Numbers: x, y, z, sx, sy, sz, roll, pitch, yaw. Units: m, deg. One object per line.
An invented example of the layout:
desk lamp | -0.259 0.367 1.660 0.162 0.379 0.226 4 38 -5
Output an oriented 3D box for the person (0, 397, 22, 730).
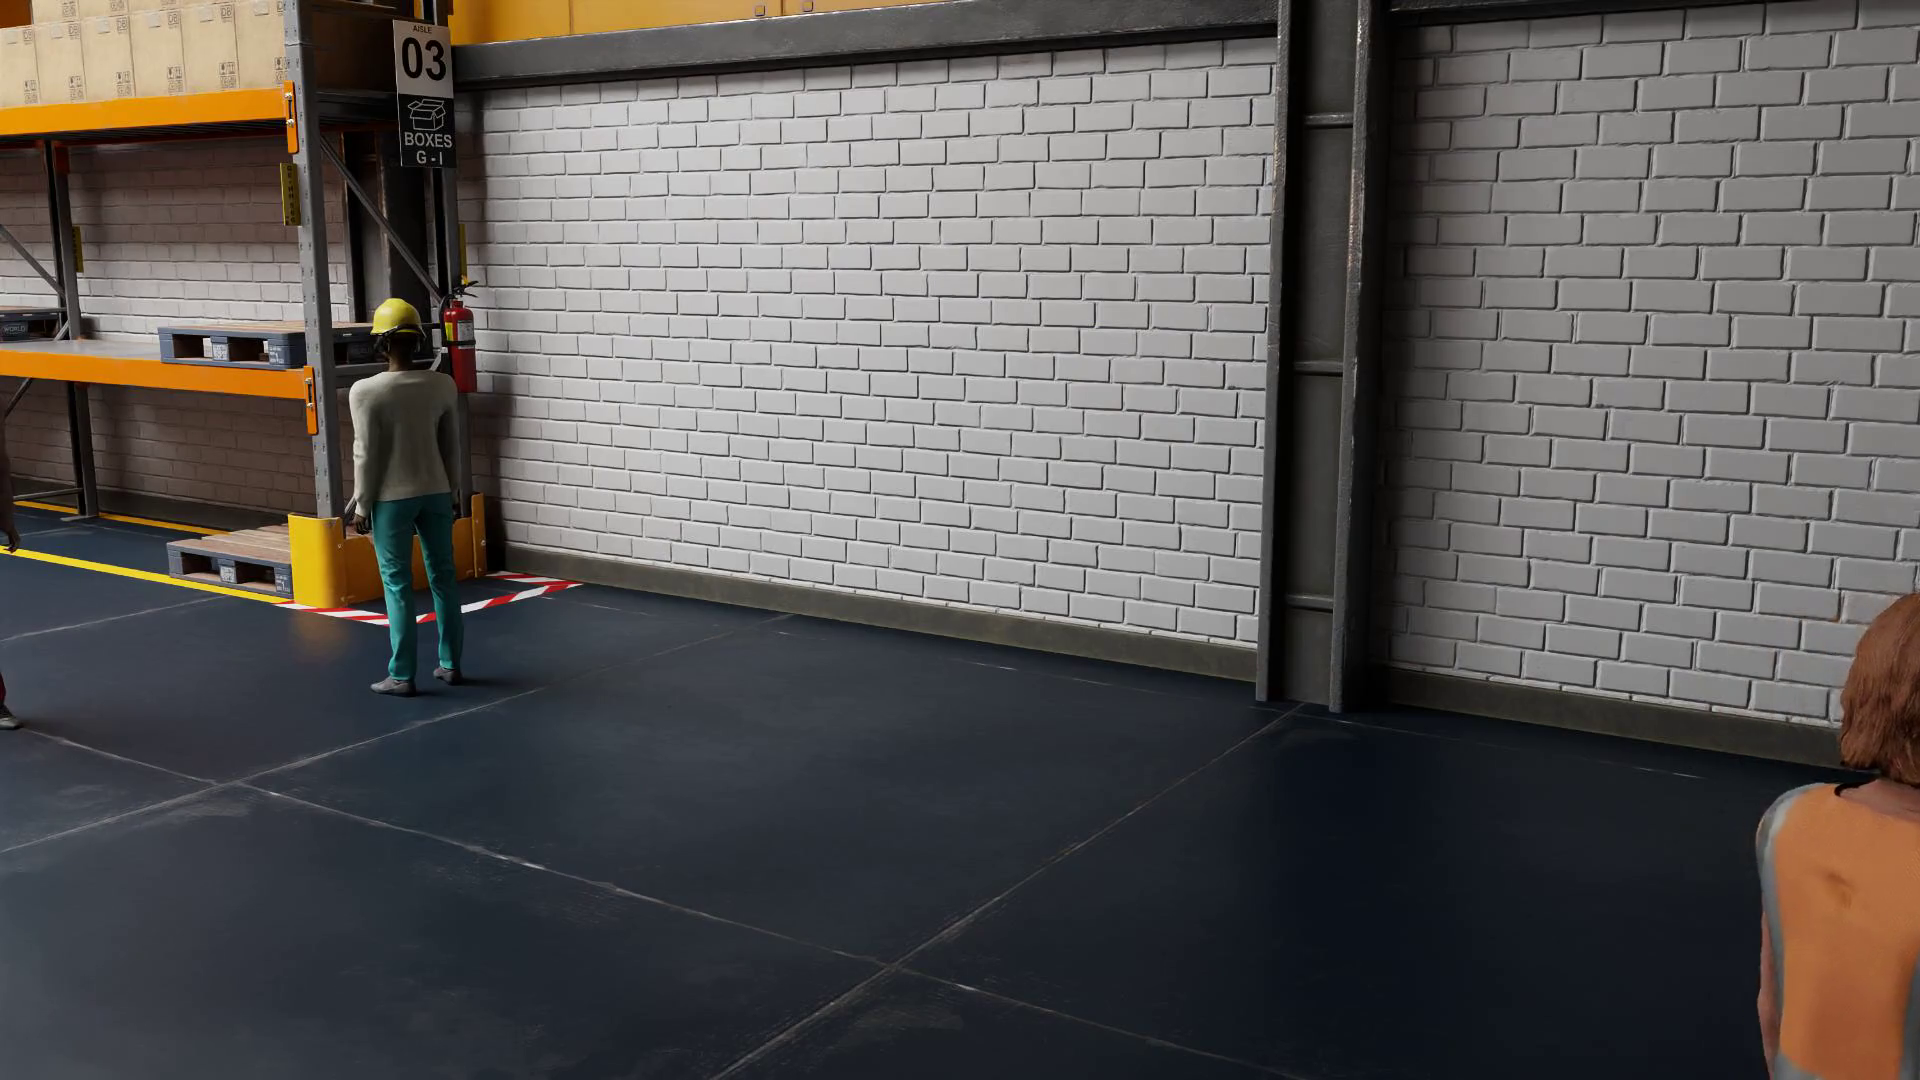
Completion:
person | -4.105 -0.062 6.736 0.523 1.770 0.315 -10 14 -43

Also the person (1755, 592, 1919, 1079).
person | 1.126 0.863 1.984 0.364 1.630 0.561 -2 10 -11

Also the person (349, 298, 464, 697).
person | -2.464 -0.185 7.420 0.311 1.768 0.533 8 13 39
